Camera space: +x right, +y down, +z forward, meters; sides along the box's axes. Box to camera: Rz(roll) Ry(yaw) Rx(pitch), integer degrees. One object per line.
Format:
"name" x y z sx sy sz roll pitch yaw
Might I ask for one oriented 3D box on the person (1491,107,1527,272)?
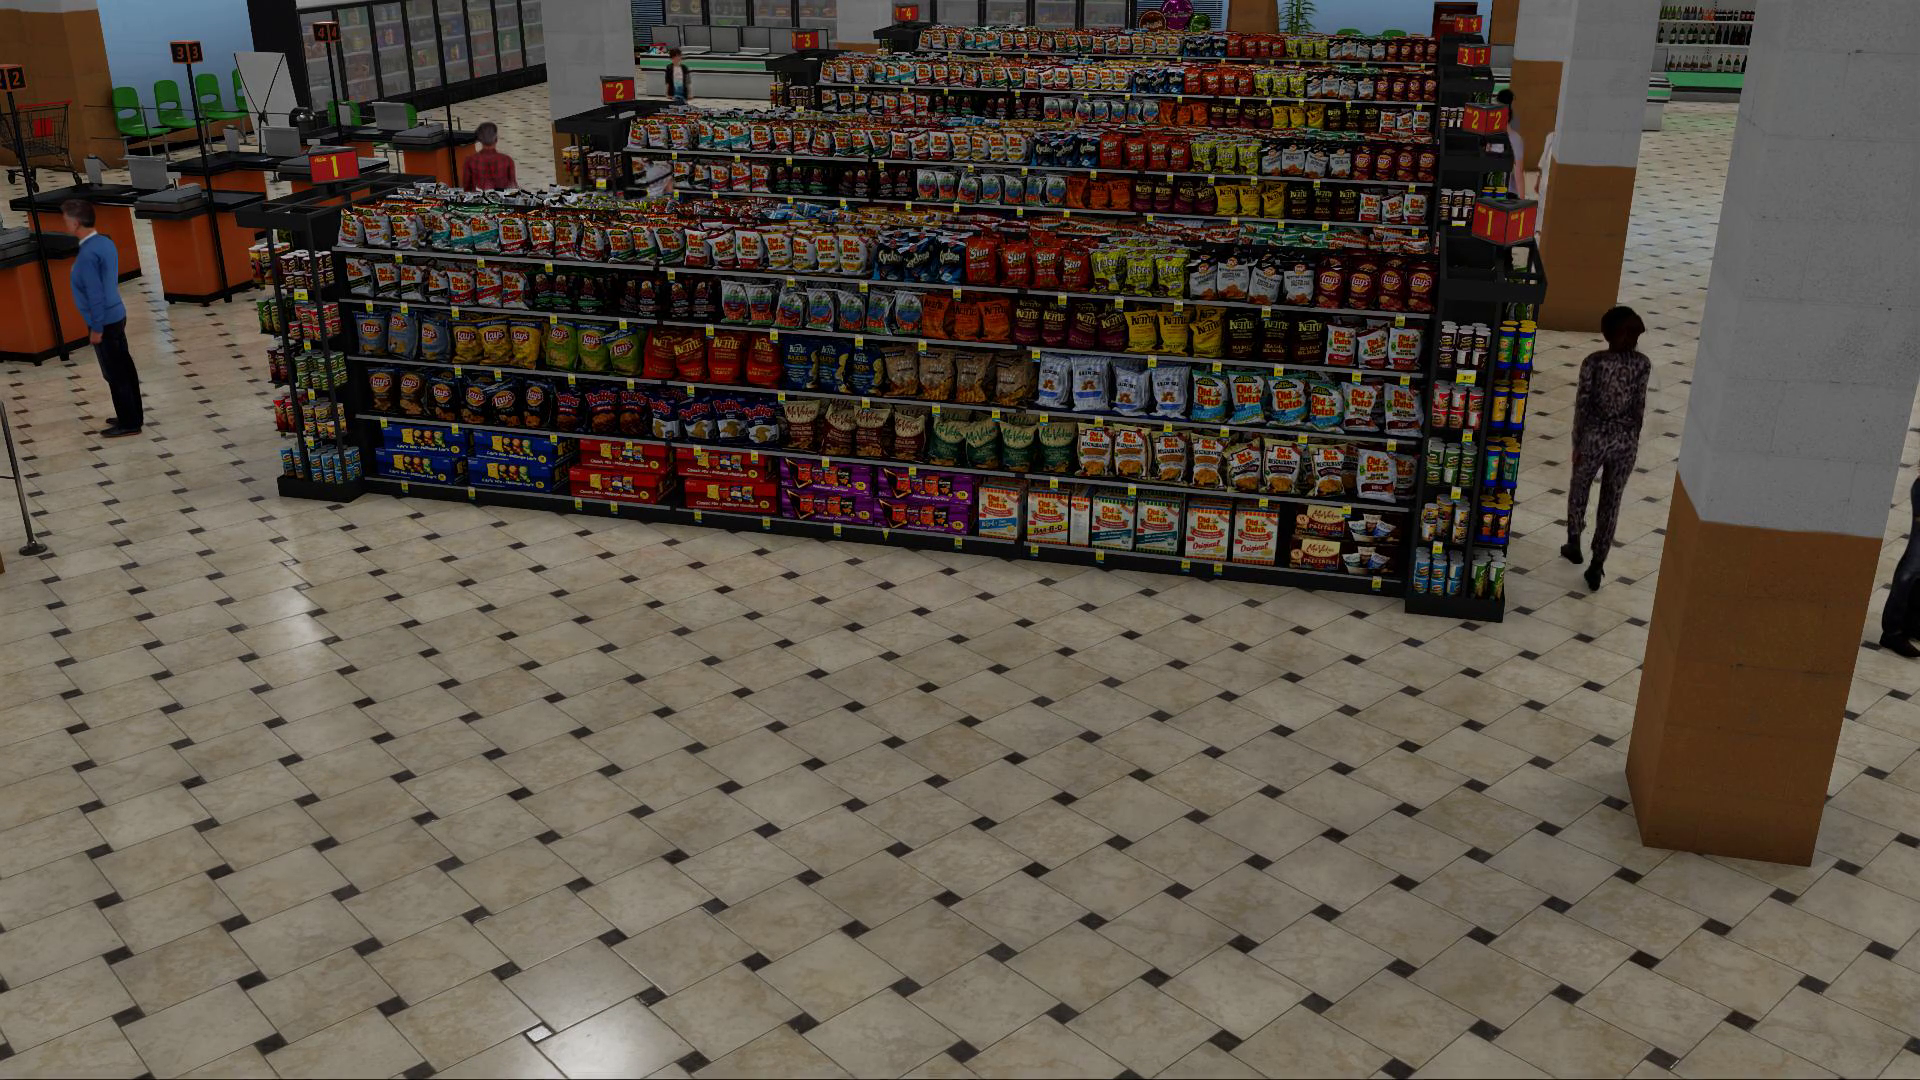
"person" 5.760 -3.588 17.340 0.812 1.832 0.850 -5 22 -13

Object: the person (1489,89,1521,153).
"person" 6.290 -4.319 19.273 0.734 1.747 0.757 -18 28 -37

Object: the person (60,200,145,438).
"person" -6.505 -1.697 12.665 0.734 1.809 0.740 -5 22 -12

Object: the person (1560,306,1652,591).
"person" 3.854 -0.516 9.879 0.744 1.694 0.679 5 22 12

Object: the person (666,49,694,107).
"person" -4.538 -7.210 26.904 0.824 1.422 0.883 -11 24 -26

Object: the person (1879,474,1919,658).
"person" 5.352 -0.241 9.079 0.708 1.782 0.752 -14 26 -30

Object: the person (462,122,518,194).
"person" -4.559 -3.102 16.191 1.205 1.788 1.180 -9 23 -21
